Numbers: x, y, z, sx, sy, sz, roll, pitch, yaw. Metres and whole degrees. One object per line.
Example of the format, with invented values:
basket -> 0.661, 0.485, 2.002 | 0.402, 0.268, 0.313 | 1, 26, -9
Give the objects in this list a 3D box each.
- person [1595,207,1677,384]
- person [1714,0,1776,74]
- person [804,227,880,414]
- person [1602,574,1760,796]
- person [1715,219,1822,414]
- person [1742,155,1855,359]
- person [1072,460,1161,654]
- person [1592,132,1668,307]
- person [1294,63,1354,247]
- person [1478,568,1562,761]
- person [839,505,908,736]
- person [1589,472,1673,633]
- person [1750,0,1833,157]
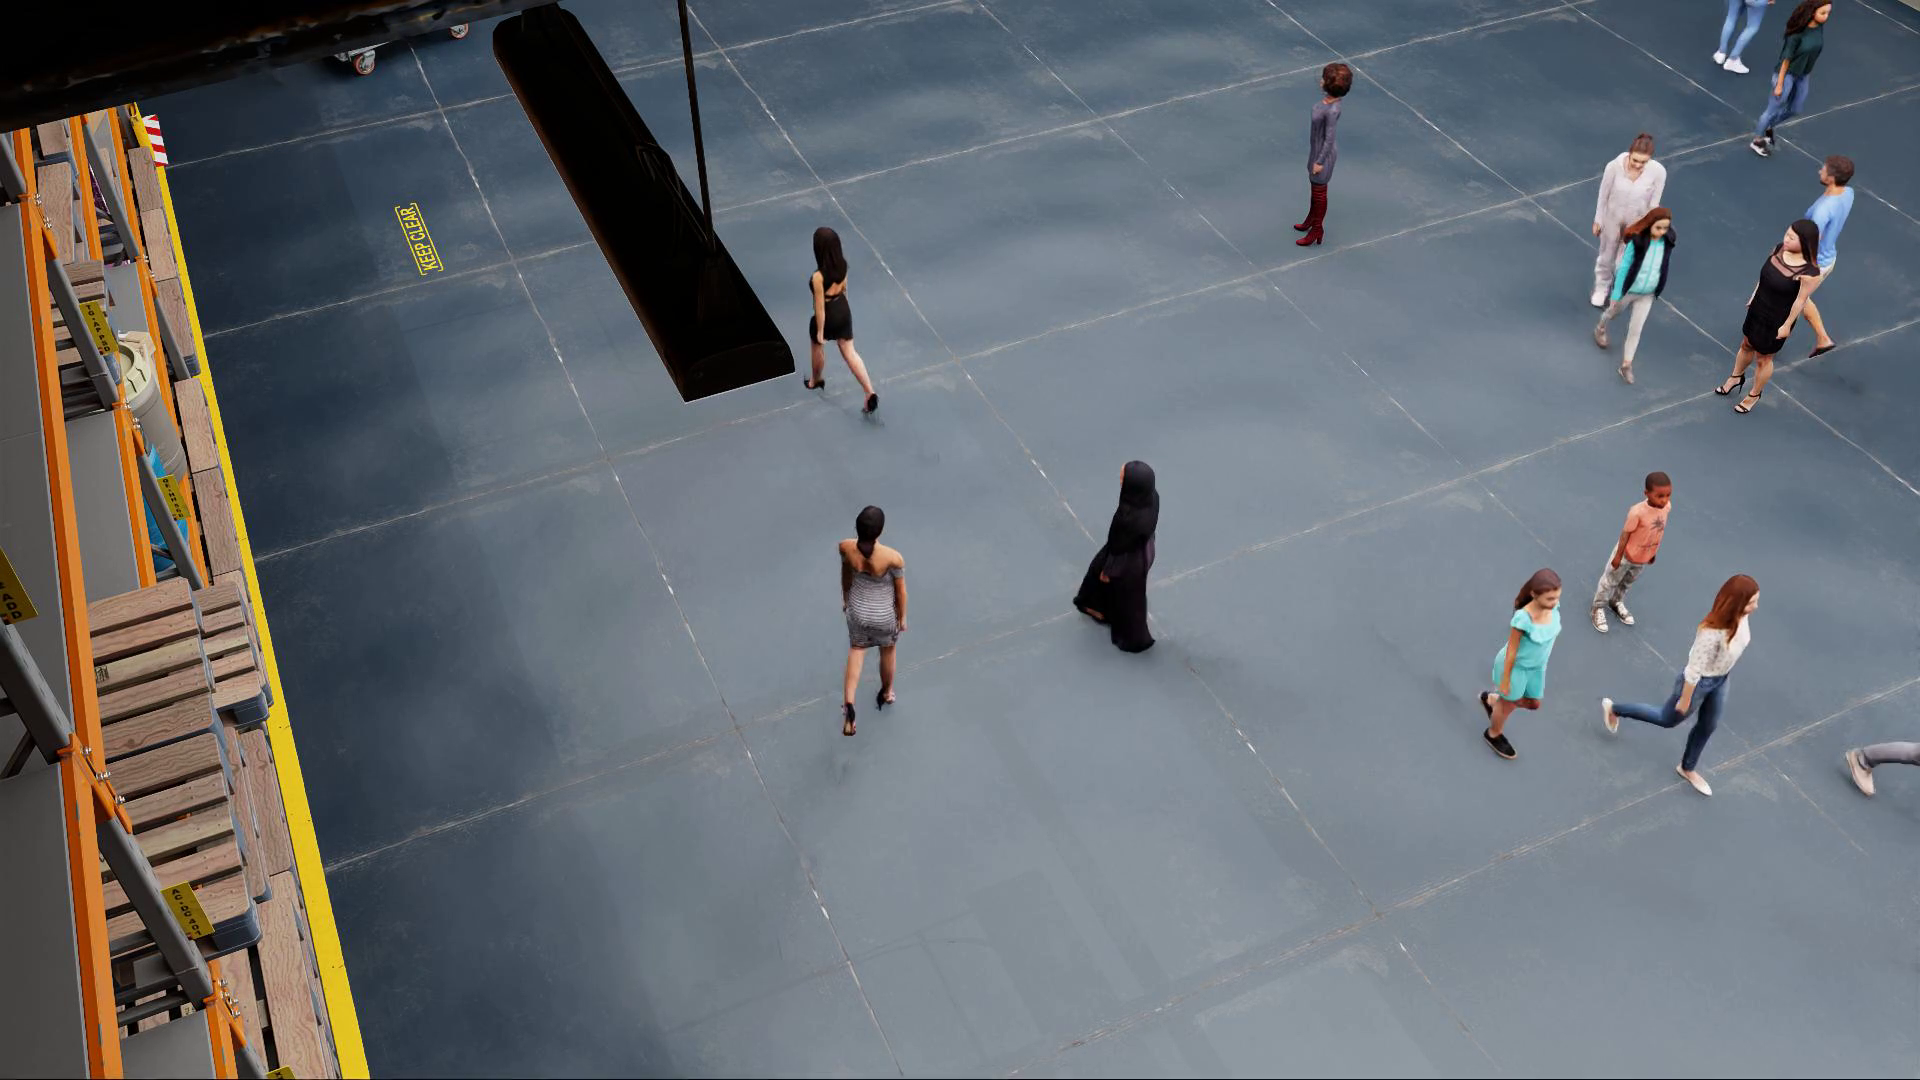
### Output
person -> 5.425, -2.072, 13.431 | 0.816, 1.466, 1.065 | -2, 44, -3
person -> 8.097, -5.658, 17.084 | 0.588, 1.620, 0.812 | 33, 53, 30
person -> -0.920, -1.661, 12.891 | 1.122, 1.616, 0.871 | 30, 51, 28
person -> 4.476, 0.814, 10.230 | 0.729, 1.703, 1.097 | -27, 50, -26
person -> 6.302, -1.744, 12.904 | 0.749, 1.718, 0.593 | -10, 45, -10
person -> 6.872, -2.178, 13.267 | 0.804, 1.845, 0.994 | -32, 52, -29
person -> 1.191, 0.125, 11.022 | 0.990, 1.609, 0.917 | 16, 46, 16
person -> 5.597, -2.727, 13.976 | 0.781, 1.663, 0.854 | 16, 46, 16
person -> 3.196, -3.398, 14.645 | 0.719, 1.711, 0.613 | 4, 44, 4
person -> 3.470, 0.735, 10.425 | 0.560, 1.548, 0.667 | -21, 48, -21
person -> -0.578, 0.545, 10.437 | 0.906, 1.808, 0.978 | 12, 45, 13
person -> 4.586, 0.051, 11.315 | 0.506, 1.310, 0.508 | -12, 45, -12
person -> 7.840, -4.443, 15.821 | 0.596, 1.603, 0.606 | -15, 46, -15
